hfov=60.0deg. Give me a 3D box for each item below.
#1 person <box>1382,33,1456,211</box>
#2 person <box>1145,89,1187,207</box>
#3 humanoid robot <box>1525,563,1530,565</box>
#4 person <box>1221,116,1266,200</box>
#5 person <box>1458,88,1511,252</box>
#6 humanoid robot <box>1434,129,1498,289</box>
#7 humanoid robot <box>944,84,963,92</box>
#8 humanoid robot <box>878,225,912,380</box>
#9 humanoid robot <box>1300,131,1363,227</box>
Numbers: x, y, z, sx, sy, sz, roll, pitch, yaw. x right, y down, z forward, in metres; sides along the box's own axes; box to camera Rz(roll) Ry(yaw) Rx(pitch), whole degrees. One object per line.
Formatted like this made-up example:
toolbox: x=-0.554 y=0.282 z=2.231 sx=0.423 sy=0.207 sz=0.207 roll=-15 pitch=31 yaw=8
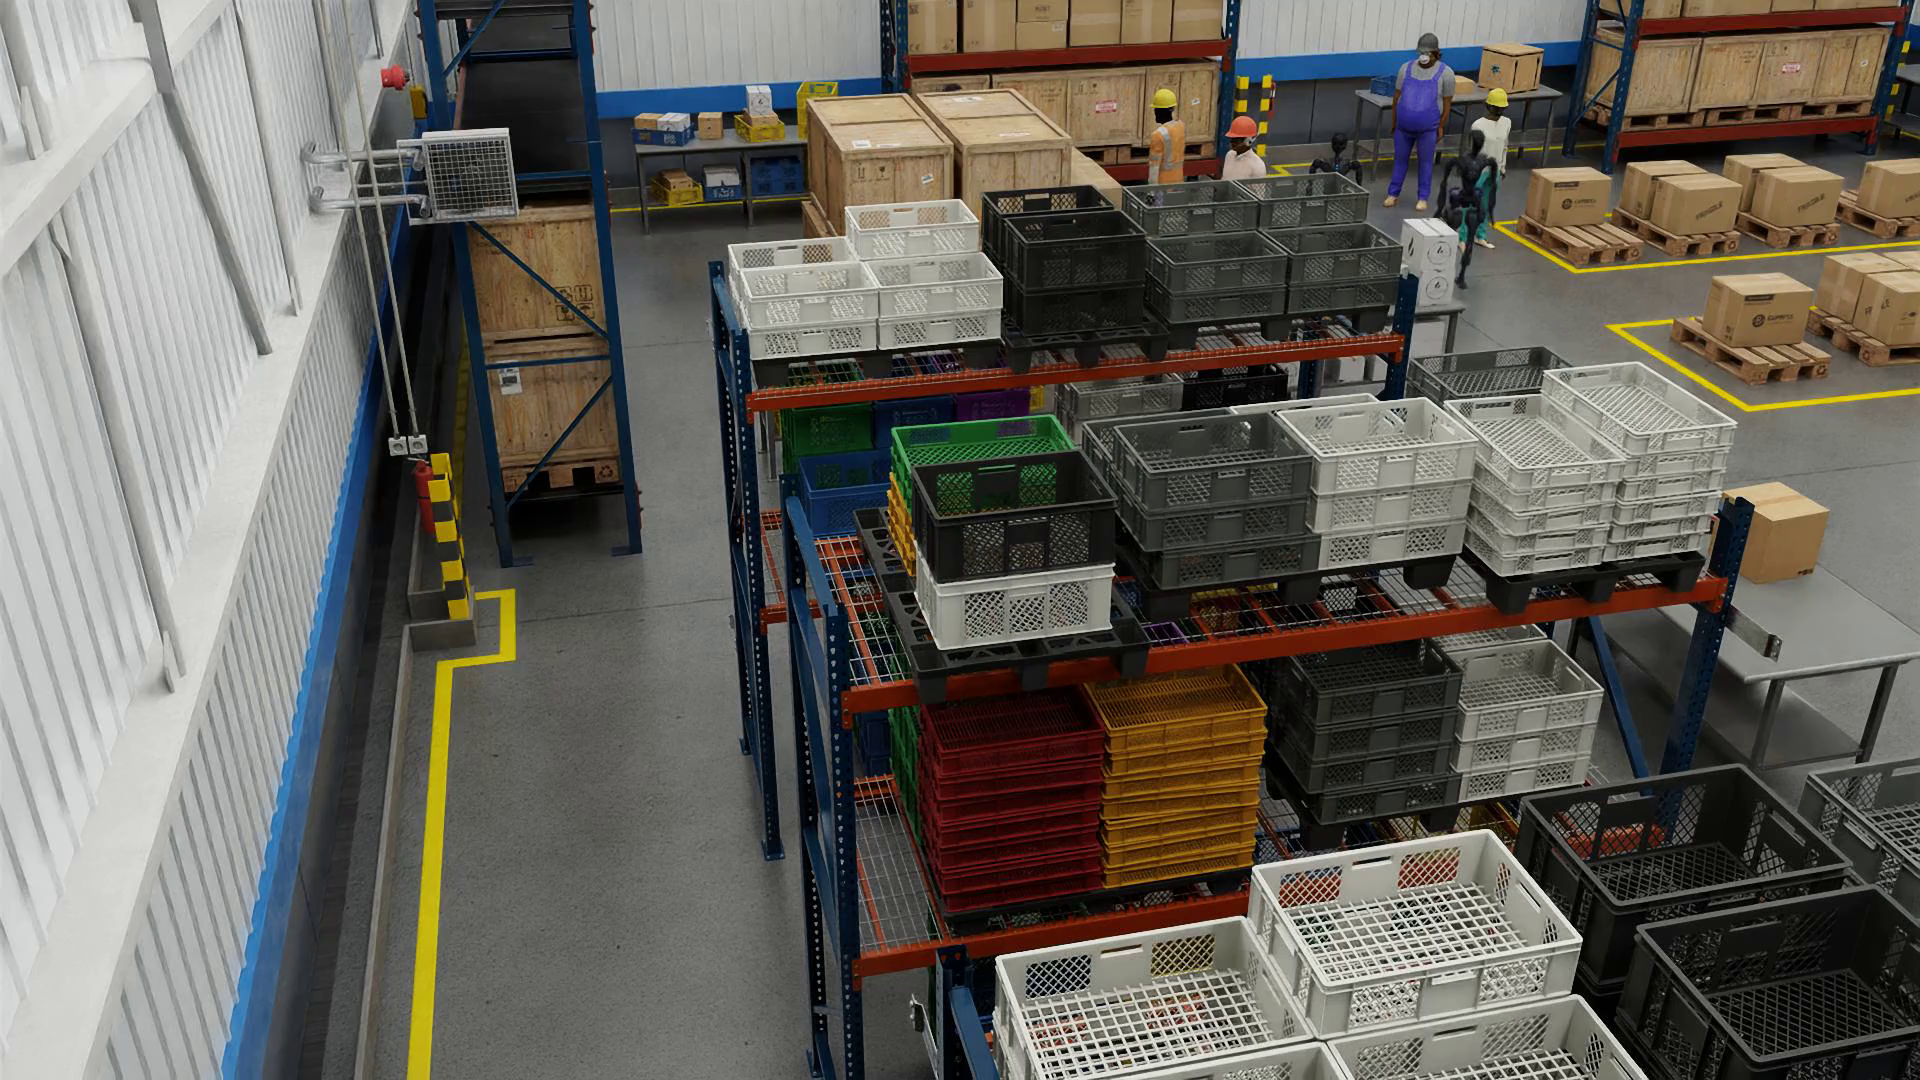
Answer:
person: x=5.337 y=-4.868 z=19.384 sx=0.682 sy=2.000 sz=0.538 roll=14 pitch=31 yaw=25
person: x=2.118 y=-3.732 z=17.366 sx=0.405 sy=1.918 sz=0.582 roll=19 pitch=33 yaw=31
humanoid robot: x=3.839 y=-0.337 z=11.214 sx=0.598 sy=1.635 sz=0.692 roll=21 pitch=34 yaw=34
person: x=2.674 y=-3.096 z=16.070 sx=0.376 sy=1.995 sz=0.607 roll=-14 pitch=31 yaw=-24
person: x=5.714 y=-4.009 z=18.045 sx=0.532 sy=1.768 sz=0.309 roll=-12 pitch=30 yaw=-22
humanoid robot: x=5.163 y=-3.401 z=16.992 sx=0.607 sy=1.644 sz=0.487 roll=2 pitch=28 yaw=3
humanoid robot: x=-0.049 y=-4.294 z=18.710 sx=0.738 sy=1.626 sz=0.607 roll=-11 pitch=30 yaw=-21
humanoid robot: x=-0.539 y=-1.867 z=14.064 sx=0.612 sy=1.657 sz=0.316 roll=15 pitch=31 yaw=26
humanoid robot: x=3.736 y=-3.280 z=16.744 sx=0.612 sy=1.657 sz=0.319 roll=3 pitch=28 yaw=7
